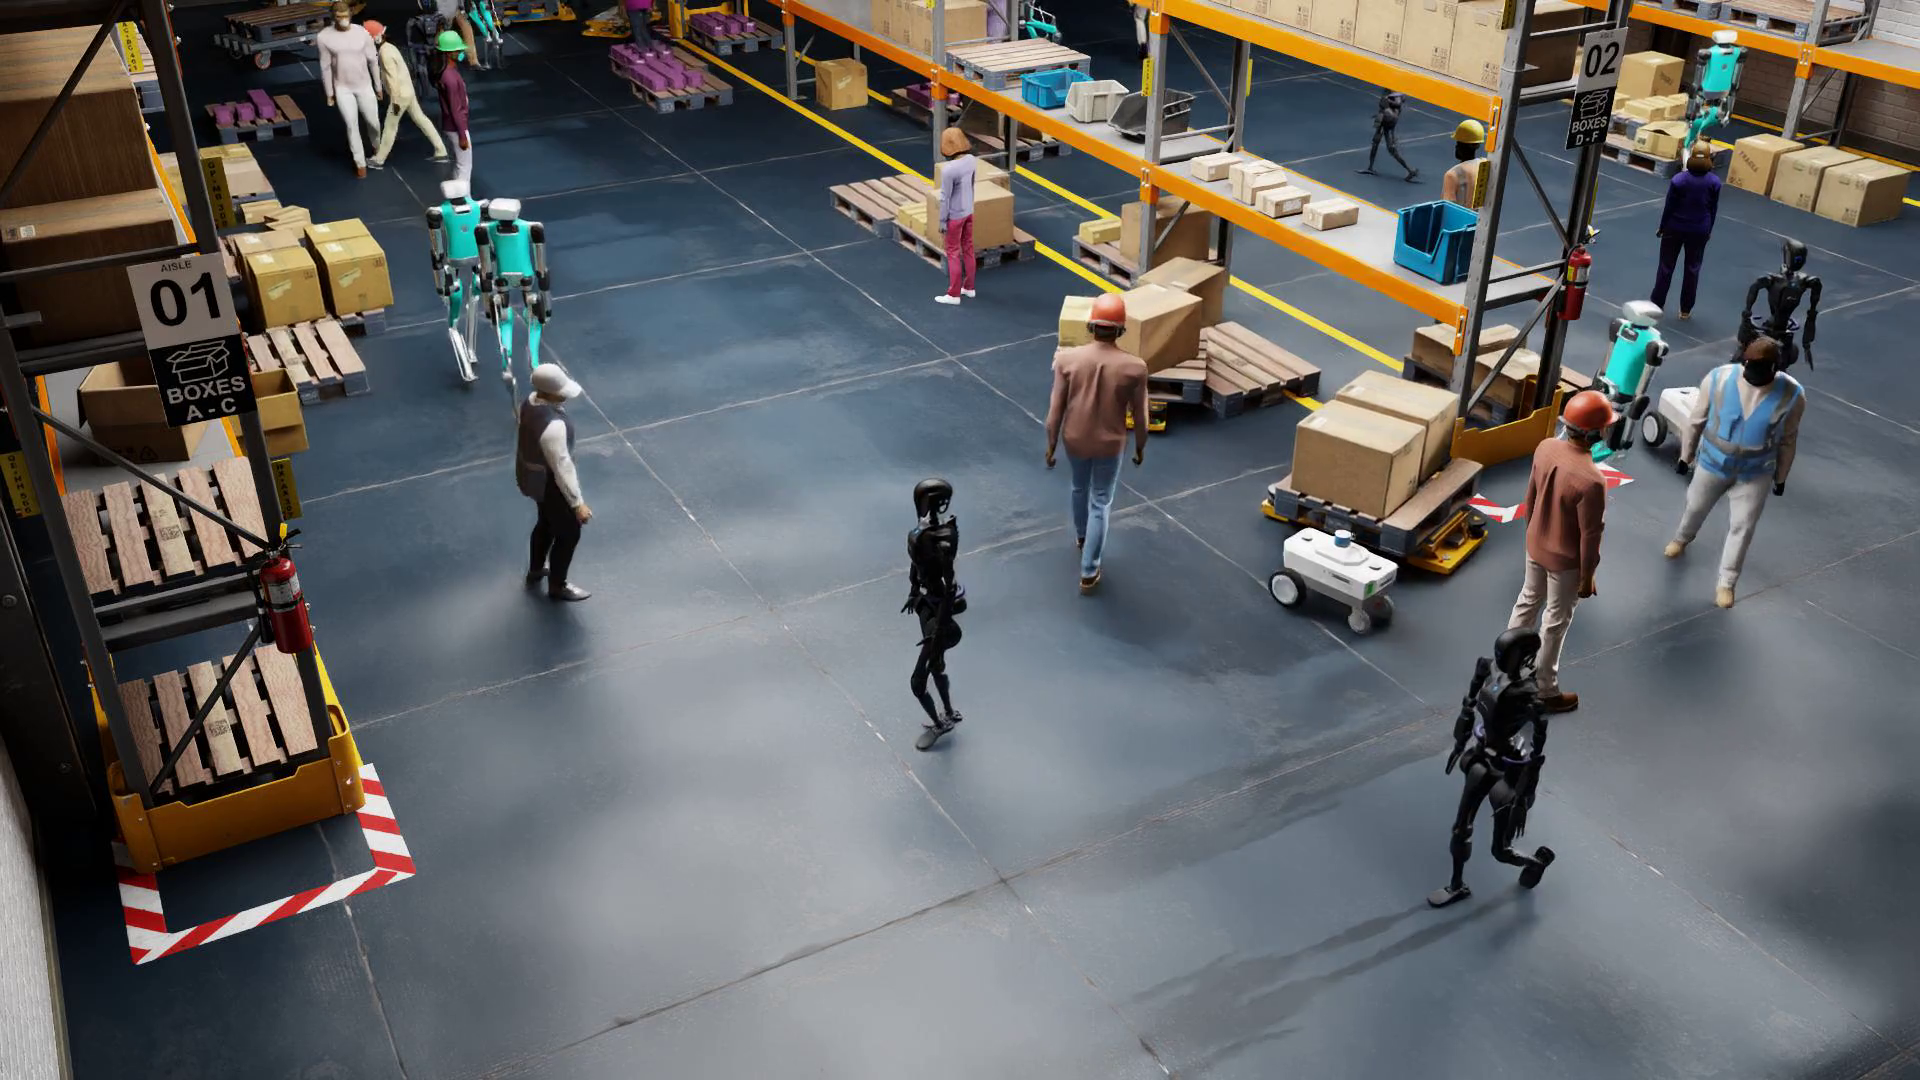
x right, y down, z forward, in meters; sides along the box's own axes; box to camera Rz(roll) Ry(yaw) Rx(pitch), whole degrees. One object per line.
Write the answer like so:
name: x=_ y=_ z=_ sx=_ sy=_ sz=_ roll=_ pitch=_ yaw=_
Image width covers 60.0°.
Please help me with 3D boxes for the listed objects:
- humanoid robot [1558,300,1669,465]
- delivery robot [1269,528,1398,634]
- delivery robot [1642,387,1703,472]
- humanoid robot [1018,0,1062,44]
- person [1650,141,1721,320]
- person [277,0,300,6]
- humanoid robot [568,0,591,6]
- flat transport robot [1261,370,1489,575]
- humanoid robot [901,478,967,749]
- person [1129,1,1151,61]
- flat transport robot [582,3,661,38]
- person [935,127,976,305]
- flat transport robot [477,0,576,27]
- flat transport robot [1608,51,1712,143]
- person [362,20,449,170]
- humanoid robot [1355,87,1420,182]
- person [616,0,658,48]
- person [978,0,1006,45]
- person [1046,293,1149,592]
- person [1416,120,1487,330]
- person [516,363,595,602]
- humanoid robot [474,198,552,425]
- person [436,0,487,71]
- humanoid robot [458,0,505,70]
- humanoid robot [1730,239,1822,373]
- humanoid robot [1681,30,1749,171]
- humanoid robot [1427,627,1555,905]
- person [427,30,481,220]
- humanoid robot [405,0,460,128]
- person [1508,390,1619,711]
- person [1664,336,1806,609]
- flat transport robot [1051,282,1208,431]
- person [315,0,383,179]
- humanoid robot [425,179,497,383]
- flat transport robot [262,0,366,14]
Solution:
humanoid robot: x=4.231 y=-0.743 z=11.229 sx=0.743 sy=1.767 sz=0.542 roll=-7 pitch=31 yaw=-12
delivery robot: x=2.439 y=0.208 z=10.741 sx=0.499 sy=0.575 sz=0.759 roll=-26 pitch=39 yaw=-38
delivery robot: x=5.606 y=-0.880 z=12.673 sx=0.505 sy=0.614 sz=0.786 roll=-5 pitch=30 yaw=-8
humanoid robot: x=1.040 y=-7.043 z=22.249 sx=1.067 sy=1.752 sz=0.577 roll=6 pitch=30 yaw=11
person: x=6.473 y=-2.760 z=14.855 sx=0.457 sy=1.618 sz=0.353 roll=6 pitch=30 yaw=10
person: x=-10.076 y=-8.623 z=24.855 sx=0.431 sy=1.838 sz=0.622 roll=9 pitch=31 yaw=16
humanoid robot: x=-6.108 y=-9.243 z=26.077 sx=0.591 sy=1.646 sz=0.346 roll=-17 pitch=34 yaw=-27
flat transport robot: x=2.917 y=-0.173 z=11.710 sx=1.431 sy=0.231 sz=0.659 roll=22 pitch=36 yaw=33
humanoid robot: x=-0.141 y=0.386 z=9.324 sx=0.374 sy=1.645 sz=0.600 roll=-10 pitch=31 yaw=-17
person: x=2.623 y=-7.537 z=22.924 sx=0.582 sy=1.879 sz=0.586 roll=-1 pitch=30 yaw=-2
flat transport robot: x=-5.070 y=-7.790 z=24.970 sx=0.659 sy=0.231 sz=1.431 roll=7 pitch=31 yaw=12
person: x=-0.032 y=-2.954 z=15.189 sx=0.288 sy=1.629 sz=0.498 roll=19 pitch=35 yaw=29
flat transport robot: x=-6.655 y=-8.062 z=25.444 sx=1.431 sy=0.231 sz=0.659 roll=-10 pitch=31 yaw=-17
flat transport robot: x=8.172 y=-4.829 z=19.816 sx=0.659 sy=0.231 sz=1.431 roll=-16 pitch=33 yaw=-25
person: x=-6.370 y=-5.013 z=18.743 sx=1.013 sy=1.650 sz=0.574 roll=-5 pitch=30 yaw=-9
humanoid robot: x=4.818 y=-4.786 z=18.381 sx=0.738 sy=1.645 sz=0.606 roll=13 pitch=32 yaw=22
person: x=-4.387 y=-7.237 z=22.432 sx=0.433 sy=1.832 sz=0.562 roll=23 pitch=37 yaw=34
person: x=0.354 y=-6.606 z=21.283 sx=0.584 sy=1.882 sz=0.682 roll=15 pitch=33 yaw=24
person: x=0.926 y=-0.703 z=10.931 sx=0.650 sy=1.953 sz=0.934 roll=8 pitch=31 yaw=13
person: x=4.300 y=-2.675 z=14.402 sx=0.585 sy=1.928 sz=0.366 roll=-20 pitch=36 yaw=-31
person: x=-2.593 y=-0.363 z=10.592 sx=0.444 sy=1.713 sz=0.827 roll=-15 pitch=33 yaw=-24
humanoid robot: x=-3.445 y=-1.692 z=12.924 sx=0.530 sy=1.818 sz=0.729 roll=-4 pitch=30 yaw=-6
person: x=-6.930 y=-7.224 z=22.558 sx=0.765 sy=1.693 sz=0.579 roll=14 pitch=33 yaw=23
humanoid robot: x=-6.436 y=-7.161 z=22.490 sx=0.668 sy=1.882 sz=0.546 roll=26 pitch=39 yaw=37
humanoid robot: x=6.150 y=-1.476 z=12.562 sx=0.601 sy=1.652 sz=0.340 roll=1 pitch=30 yaw=2
humanoid robot: x=8.051 y=-4.677 z=18.041 sx=0.555 sy=1.755 sz=0.845 roll=-2 pitch=30 yaw=-4
humanoid robot: x=2.684 y=1.089 z=8.114 sx=0.648 sy=1.631 sz=0.585 roll=-12 pitch=32 yaw=-21
person: x=-5.183 y=-4.264 z=17.156 sx=0.431 sy=1.945 sz=0.488 roll=-11 pitch=32 yaw=-18
humanoid robot: x=-6.336 y=-5.733 z=19.962 sx=0.599 sy=1.657 sz=0.315 roll=-23 pitch=37 yaw=-34
person: x=3.457 y=0.064 z=9.567 sx=0.376 sy=1.997 sz=0.610 roll=-9 pitch=31 yaw=-15
person: x=5.031 y=-0.530 z=10.803 sx=0.667 sy=1.811 sz=0.772 roll=14 pitch=33 yaw=23
flat transport robot: x=1.399 y=-1.290 z=13.656 sx=0.659 sy=0.231 sz=1.431 roll=5 pitch=30 yaw=8
person: x=-6.755 y=-5.033 z=18.522 sx=0.646 sy=1.928 sz=0.534 roll=-9 pitch=31 yaw=-15
humanoid robot: x=-4.101 y=-2.175 z=13.713 sx=0.533 sy=1.741 sz=0.922 roll=-16 pitch=34 yaw=-26
flat transport robot: x=-10.050 y=-8.316 z=25.886 sx=1.431 sy=0.231 sz=0.659 roll=-3 pitch=30 yaw=-5
